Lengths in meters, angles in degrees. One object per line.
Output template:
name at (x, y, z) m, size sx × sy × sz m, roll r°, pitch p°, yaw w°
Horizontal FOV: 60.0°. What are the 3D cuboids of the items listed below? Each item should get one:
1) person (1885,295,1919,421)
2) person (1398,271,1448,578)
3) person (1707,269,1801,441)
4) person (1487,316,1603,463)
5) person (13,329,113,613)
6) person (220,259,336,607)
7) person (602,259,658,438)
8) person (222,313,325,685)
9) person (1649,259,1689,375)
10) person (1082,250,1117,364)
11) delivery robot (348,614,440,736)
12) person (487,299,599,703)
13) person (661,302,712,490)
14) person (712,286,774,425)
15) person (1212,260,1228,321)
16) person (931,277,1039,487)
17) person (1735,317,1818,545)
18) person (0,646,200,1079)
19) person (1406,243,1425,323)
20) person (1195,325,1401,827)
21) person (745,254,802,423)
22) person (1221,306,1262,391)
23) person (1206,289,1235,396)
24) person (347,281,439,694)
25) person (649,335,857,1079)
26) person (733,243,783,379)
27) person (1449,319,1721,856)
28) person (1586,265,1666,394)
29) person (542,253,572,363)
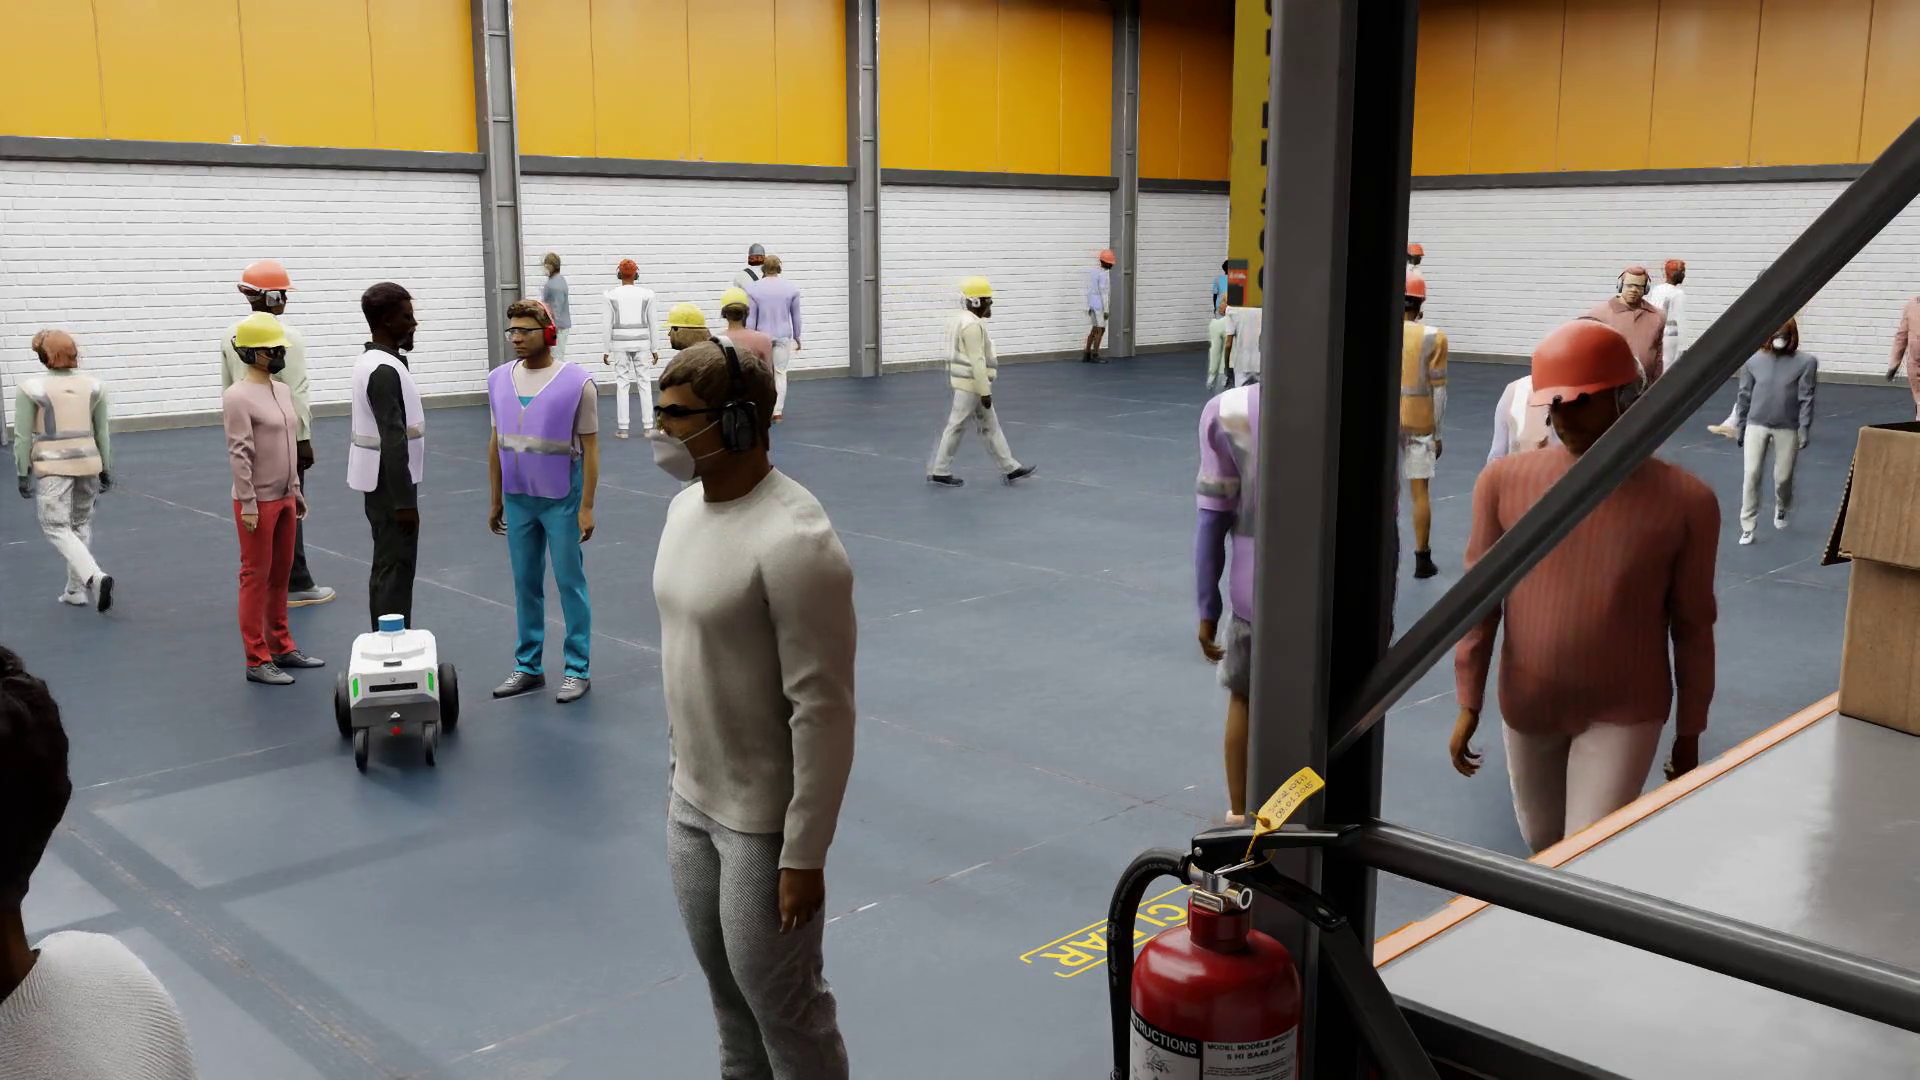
person at (8.879, -1.609, 15.377) m, size 0.899 × 1.866 × 0.666 m, roll -5°, pitch 11°, yaw -24°
person at (2.784, -0.732, 10.498) m, size 0.566 × 1.930 × 0.409 m, roll 5°, pitch 11°, yaw 24°
person at (8.364, -1.919, 17.308) m, size 0.948 × 1.795 × 0.622 m, roll 7°, pitch 13°, yaw 35°
person at (2.533, -0.037, 6.985) m, size 0.637 × 1.816 × 0.812 m, roll 7°, pitch 13°, yaw 34°
person at (-5.010, -0.379, 9.377) m, size 0.699 × 1.618 × 0.522 m, roll 7°, pitch 12°, yaw 33°
person at (-3.960, -0.610, 9.593) m, size 0.612 × 1.995 × 0.393 m, roll 5°, pitch 12°, yaw 26°
person at (-3.477, -2.014, 17.563) m, size 0.585 × 1.879 × 0.337 m, roll -3°, pitch 11°, yaw -18°
person at (-3.308, -0.200, 7.987) m, size 0.311 × 1.769 × 0.522 m, roll 1°, pitch 10°, yaw 5°
person at (7.933, -2.185, 18.537) m, size 0.570 × 1.864 × 0.606 m, roll -2°, pitch 11°, yaw -9°
person at (2.322, -3.879, 27.721) m, size 0.490 × 1.891 × 0.699 m, roll -2°, pitch 11°, yaw -10°
delivery robot at (-2.354, 0.554, 6.924) m, size 0.477 × 0.478 × 0.707 m, roll -3°, pitch 11°, yaw -18°
person at (-1.911, -0.181, 7.664) m, size 0.565 × 1.846 × 0.389 m, roll 3°, pitch 11°, yaw 18°
person at (-1.586, -0.520, 9.794) m, size 0.295 × 1.744 × 0.484 m, roll -3°, pitch 11°, yaw -16°
person at (-1.613, -0.957, 12.121) m, size 0.531 × 1.766 × 0.328 m, roll -3°, pitch 11°, yaw -18°
person at (4.770, -4.148, 29.694) m, size 0.538 × 1.698 × 0.319 m, roll 5°, pitch 11°, yaw 23°
person at (0.183, -1.322, 14.057) m, size 0.946 × 1.776 × 0.612 m, roll 0°, pitch 10°, yaw 0°
person at (5.669, -0.784, 11.586) m, size 0.500 × 1.612 × 0.611 m, roll 6°, pitch 12°, yaw 31°
person at (-0.726, 0.972, 1.368) m, size 0.349 × 1.854 × 0.507 m, roll -3°, pitch 11°, yaw -16°
person at (7.281, -3.811, 27.022) m, size 0.874 × 2.023 × 0.624 m, roll -2°, pitch 11°, yaw -13°
person at (1.055, 0.177, 5.232) m, size 0.630 × 2.026 × 0.488 m, roll 2°, pitch 11°, yaw 13°
person at (-2.132, -2.312, 19.079) m, size 0.641 × 1.918 × 0.722 m, roll -1°, pitch 10°, yaw -6°
person at (2.549, -1.446, 14.509) m, size 0.523 × 1.865 × 0.317 m, roll 2°, pitch 11°, yaw 12°
person at (2.590, -1.564, 15.847) m, size 0.512 × 1.635 × 0.343 m, roll -3°, pitch 11°, yaw -18°
person at (-2.641, -0.232, 7.741) m, size 0.392 × 1.921 × 0.593 m, roll -5°, pitch 11°, yaw -25°
person at (-0.437, 0.553, 3.405) m, size 0.352 × 1.937 × 0.635 m, roll -7°, pitch 12°, yaw -33°
person at (-2.665, -2.911, 22.018) m, size 0.676 × 2.000 × 0.536 m, roll -3°, pitch 11°, yaw -14°
person at (1.624, 0.392, 4.312) m, size 0.601 × 1.945 × 1.038 m, roll 7°, pitch 12°, yaw 32°
person at (5.091, -1.140, 12.743) m, size 0.637 × 1.904 × 0.403 m, roll -1°, pitch 10°, yaw -5°
person at (-4.953, -2.554, 20.449) m, size 0.426 × 1.912 × 0.678 m, roll -2°, pitch 11°, yaw -12°
